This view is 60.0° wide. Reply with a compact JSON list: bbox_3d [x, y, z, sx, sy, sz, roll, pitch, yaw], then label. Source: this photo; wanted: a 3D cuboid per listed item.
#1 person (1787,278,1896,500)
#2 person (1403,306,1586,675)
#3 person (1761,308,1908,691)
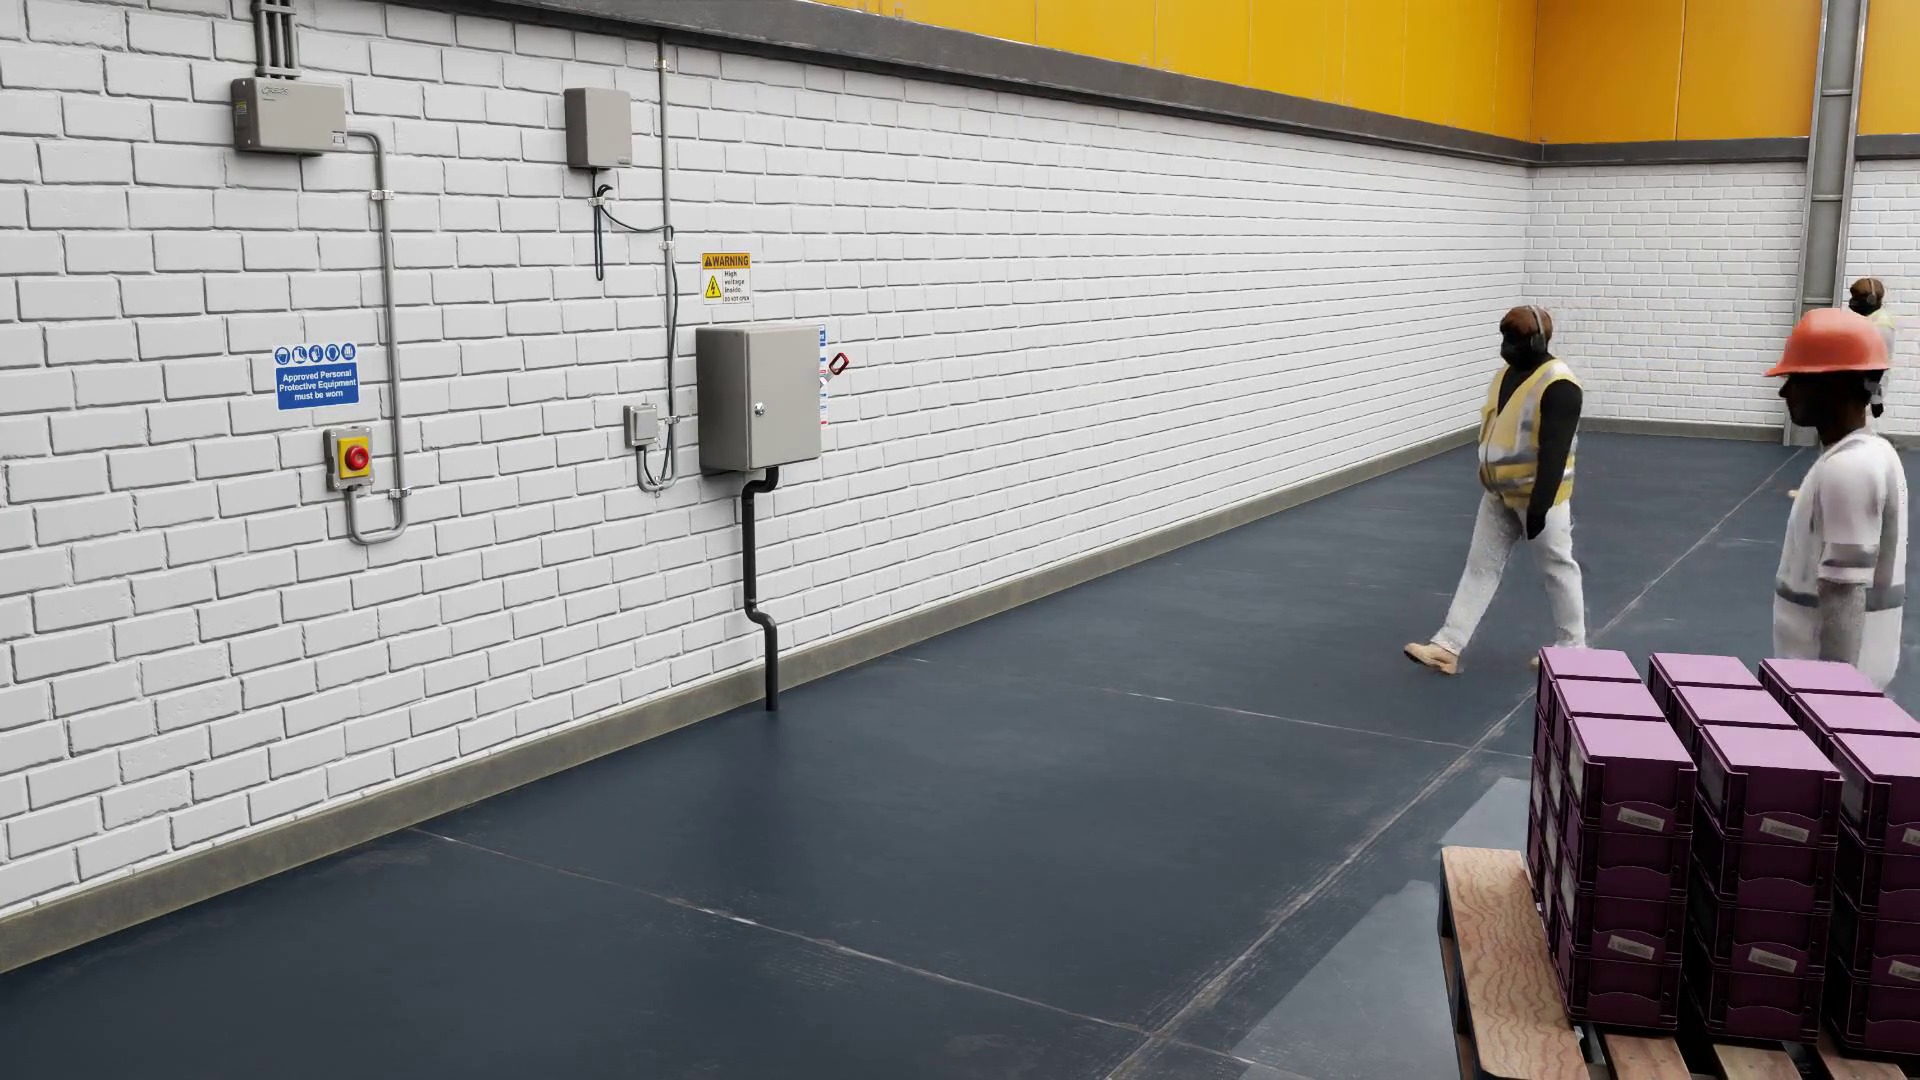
[{"bbox_3d":[7.181,-1.196,13.368,0.832,1.807,0.627,3,11,16],"label":"person"},{"bbox_3d":[2.653,-0.214,7.952,0.974,1.785,0.645,-3,11,-16],"label":"person"},{"bbox_3d":[2.332,0.335,4.543,0.402,1.918,0.575,6,12,30],"label":"person"}]
